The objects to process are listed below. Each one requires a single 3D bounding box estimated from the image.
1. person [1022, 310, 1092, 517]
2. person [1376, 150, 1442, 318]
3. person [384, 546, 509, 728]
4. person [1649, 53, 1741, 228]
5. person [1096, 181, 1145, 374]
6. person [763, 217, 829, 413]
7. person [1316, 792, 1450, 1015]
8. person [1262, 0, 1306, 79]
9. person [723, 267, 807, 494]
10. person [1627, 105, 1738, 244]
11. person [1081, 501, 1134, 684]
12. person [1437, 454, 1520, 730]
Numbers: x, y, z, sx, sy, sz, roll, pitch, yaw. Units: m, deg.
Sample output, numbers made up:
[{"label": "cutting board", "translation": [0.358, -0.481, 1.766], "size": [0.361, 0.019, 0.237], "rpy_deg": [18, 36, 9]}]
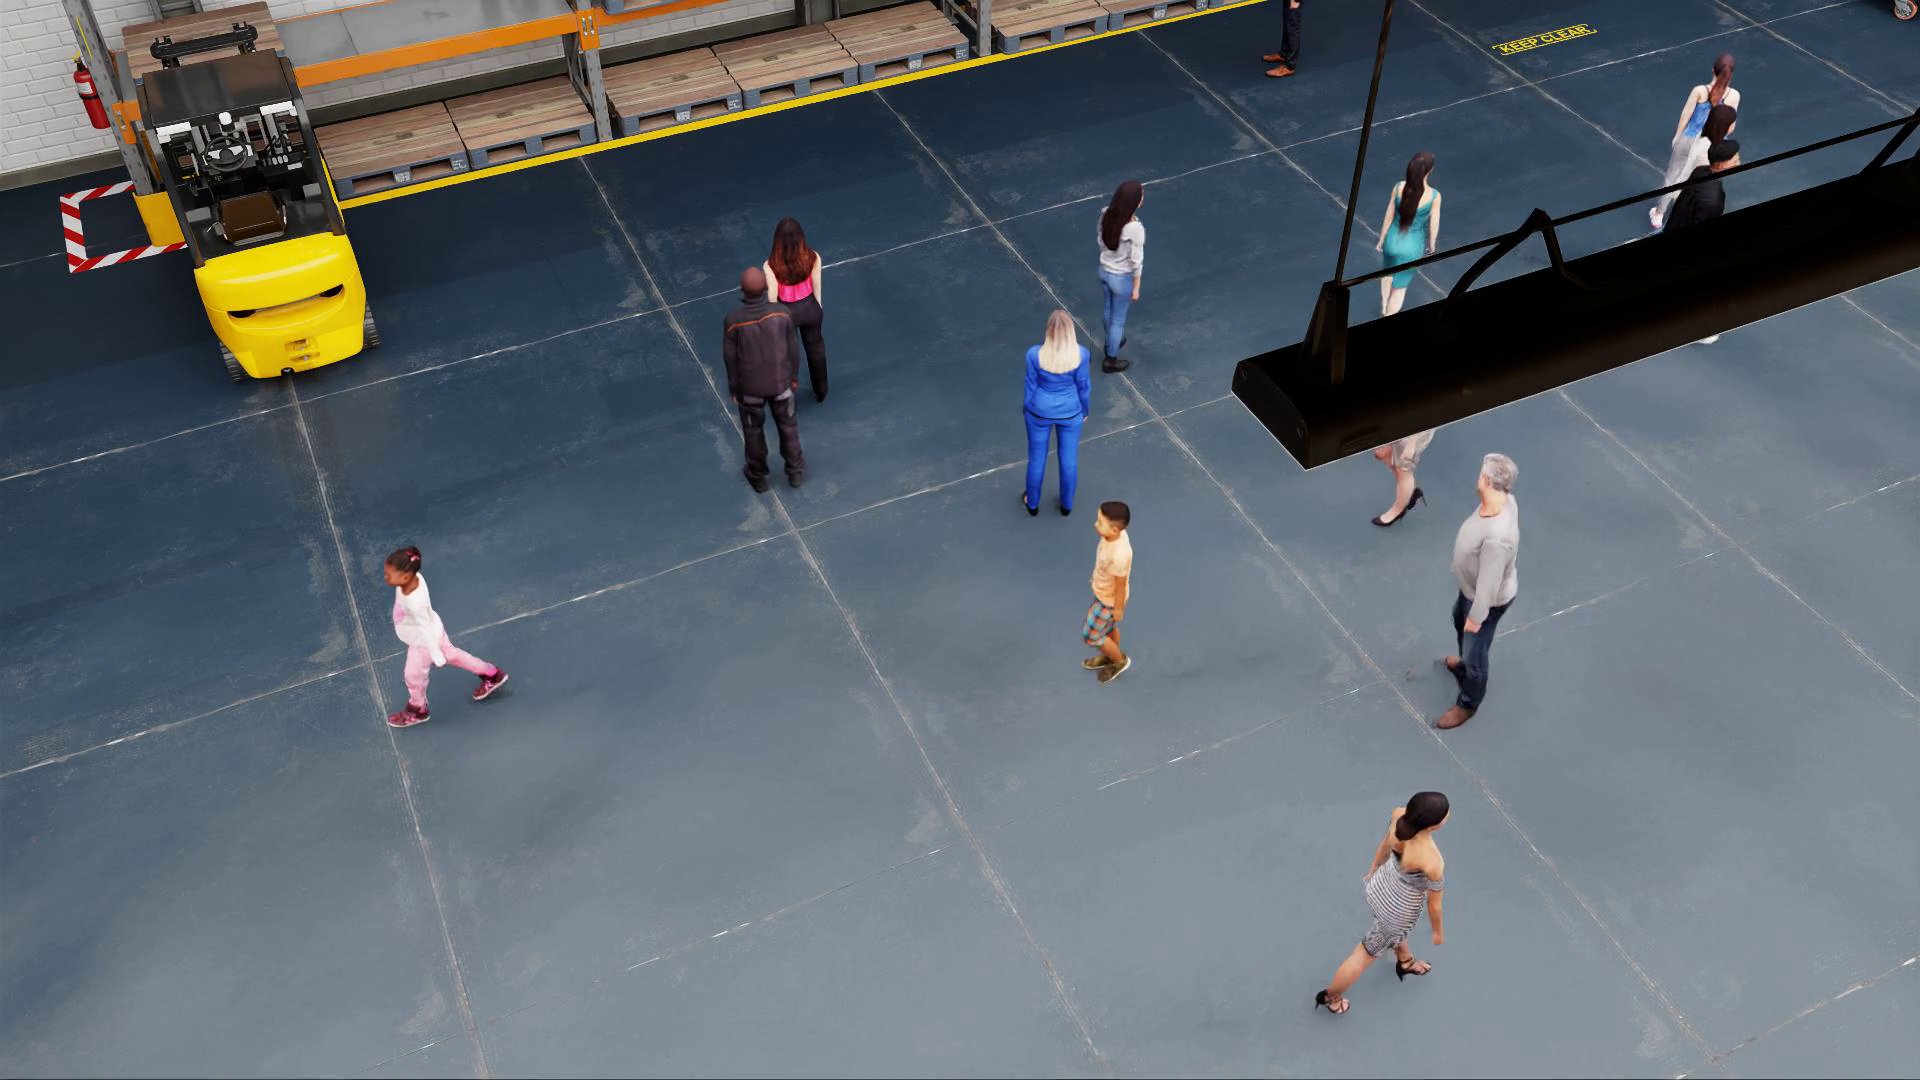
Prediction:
[{"label": "person", "translation": [0.656, -0.868, 11.514], "size": [0.648, 1.696, 0.761], "rpy_deg": [1, 44, 1]}, {"label": "person", "translation": [3.433, -2.241, 12.976], "size": [0.757, 1.668, 0.825], "rpy_deg": [21, 48, 21]}, {"label": "person", "translation": [-3.218, 0.554, 10.222], "size": [1.022, 1.419, 0.633], "rpy_deg": [-13, 45, -13]}, {"label": "person", "translation": [6.318, -3.399, 14.235], "size": [0.648, 1.608, 0.725], "rpy_deg": [8, 44, 9]}, {"label": "person", "translation": [1.174, -2.013, 12.767], "size": [0.681, 1.625, 0.683], "rpy_deg": [-25, 49, -24]}, {"label": "person", "translation": [-1.219, -1.687, 12.400], "size": [0.459, 1.660, 0.640], "rpy_deg": [-16, 46, -16]}, {"label": "person", "translation": [2.124, 1.906, 8.533], "size": [1.003, 1.791, 0.744], "rpy_deg": [-10, 44, -10]}, {"label": "person", "translation": [3.275, -5.417, 16.217], "size": [0.751, 1.796, 0.762], "rpy_deg": [1, 44, 1]}, {"label": "person", "translation": [-1.371, -1.111, 11.682], "size": [0.581, 1.816, 0.787], "rpy_deg": [-12, 45, -12]}, {"label": "person", "translation": [5.929, -2.846, 13.640], "size": [0.948, 1.628, 0.871], "rpy_deg": [10, 45, 10]}, {"label": "person", "translation": [1.008, 0.322, 10.441], "size": [0.638, 1.453, 0.611], "rpy_deg": [-6, 44, -7]}, {"label": "person", "translation": [3.201, 0.319, 10.145], "size": [0.918, 1.866, 0.903], "rpy_deg": [-1, 44, -2]}]
